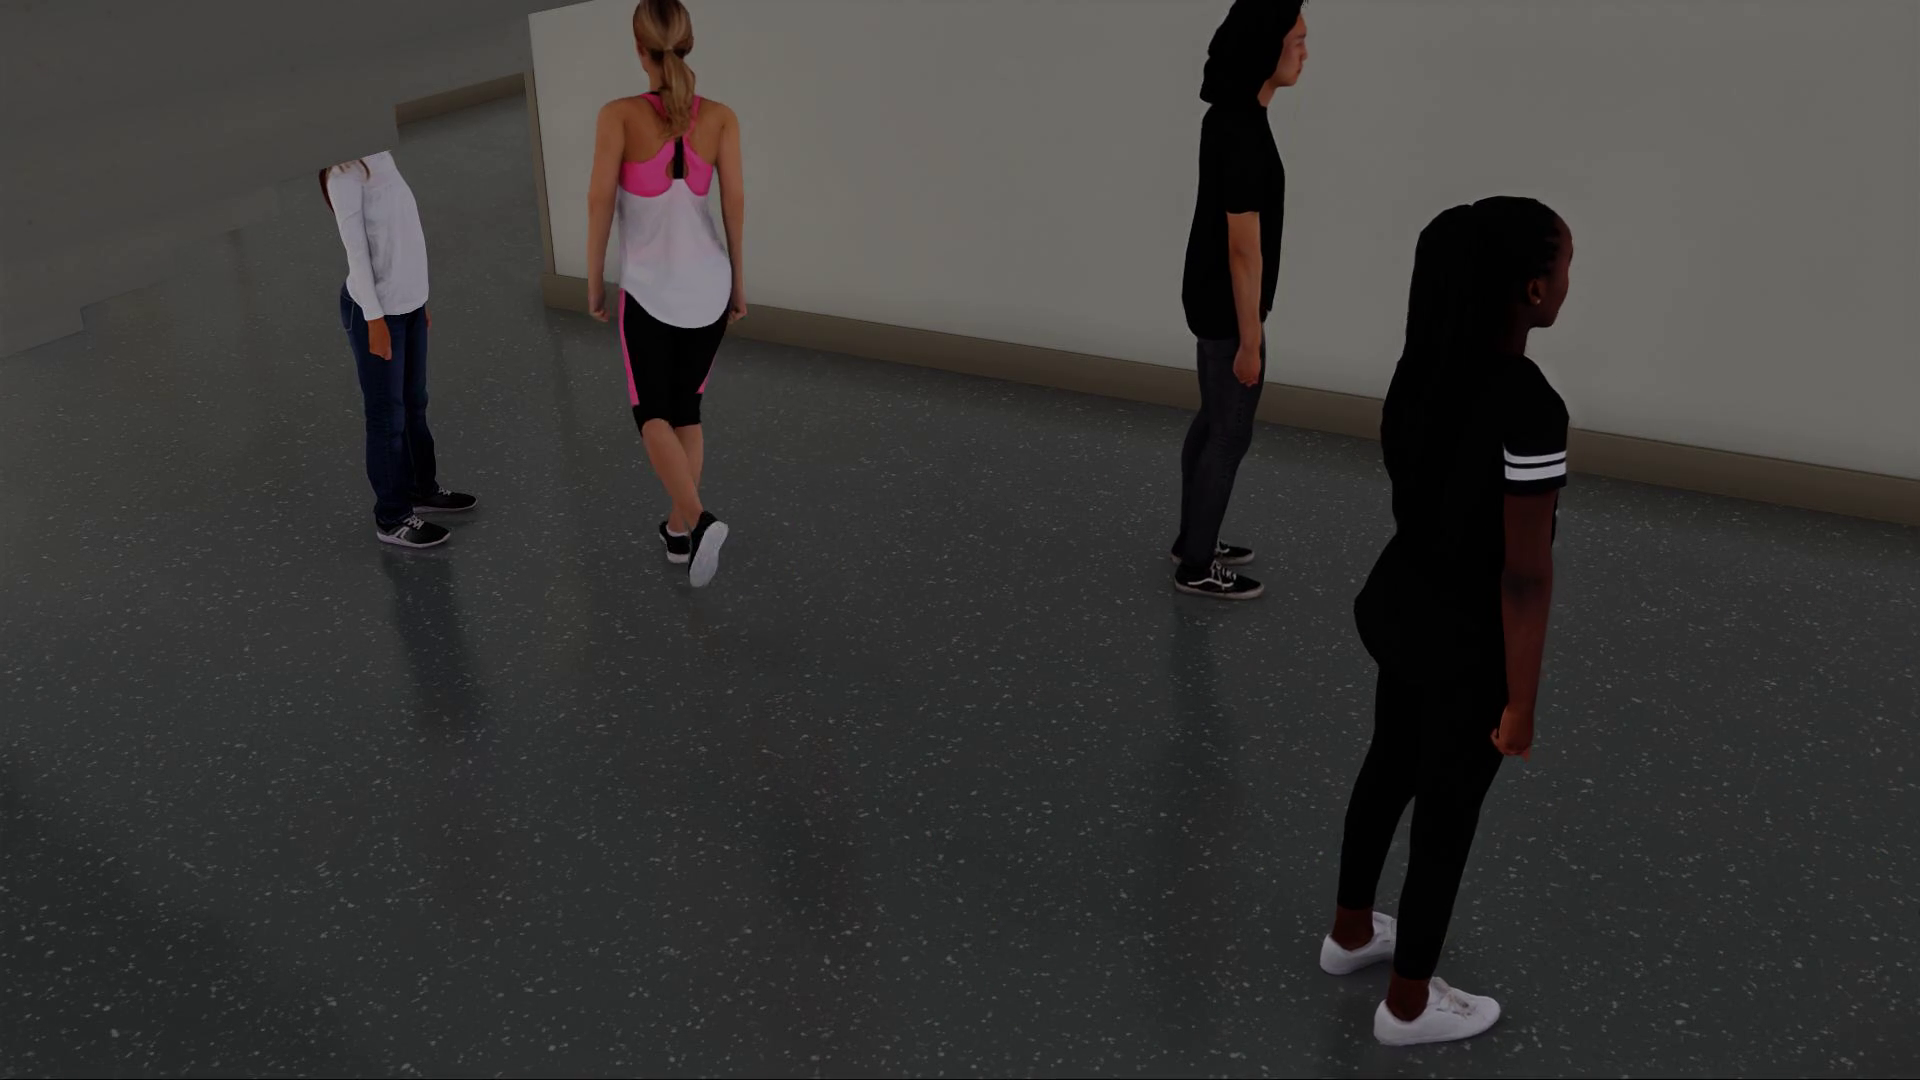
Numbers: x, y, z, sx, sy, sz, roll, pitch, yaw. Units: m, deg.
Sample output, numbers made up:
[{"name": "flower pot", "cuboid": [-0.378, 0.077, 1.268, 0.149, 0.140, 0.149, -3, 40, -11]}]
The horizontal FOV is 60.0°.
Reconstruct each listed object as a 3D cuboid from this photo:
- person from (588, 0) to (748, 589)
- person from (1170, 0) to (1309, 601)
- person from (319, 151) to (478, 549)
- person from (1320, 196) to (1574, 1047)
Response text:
[{"name": "person", "cuboid": [-0.832, -0.622, 4.983, 1.000, 1.641, 1.082, -13, 29, -25]}, {"name": "person", "cuboid": [0.788, -0.704, 4.926, 0.677, 1.827, 0.703, 0, 26, 0]}, {"name": "person", "cuboid": [-1.857, -0.758, 5.360, 0.618, 1.559, 0.598, 2, 26, 4]}, {"name": "person", "cuboid": [0.933, 0.196, 3.186, 0.753, 1.730, 0.706, -7, 27, -14]}]
